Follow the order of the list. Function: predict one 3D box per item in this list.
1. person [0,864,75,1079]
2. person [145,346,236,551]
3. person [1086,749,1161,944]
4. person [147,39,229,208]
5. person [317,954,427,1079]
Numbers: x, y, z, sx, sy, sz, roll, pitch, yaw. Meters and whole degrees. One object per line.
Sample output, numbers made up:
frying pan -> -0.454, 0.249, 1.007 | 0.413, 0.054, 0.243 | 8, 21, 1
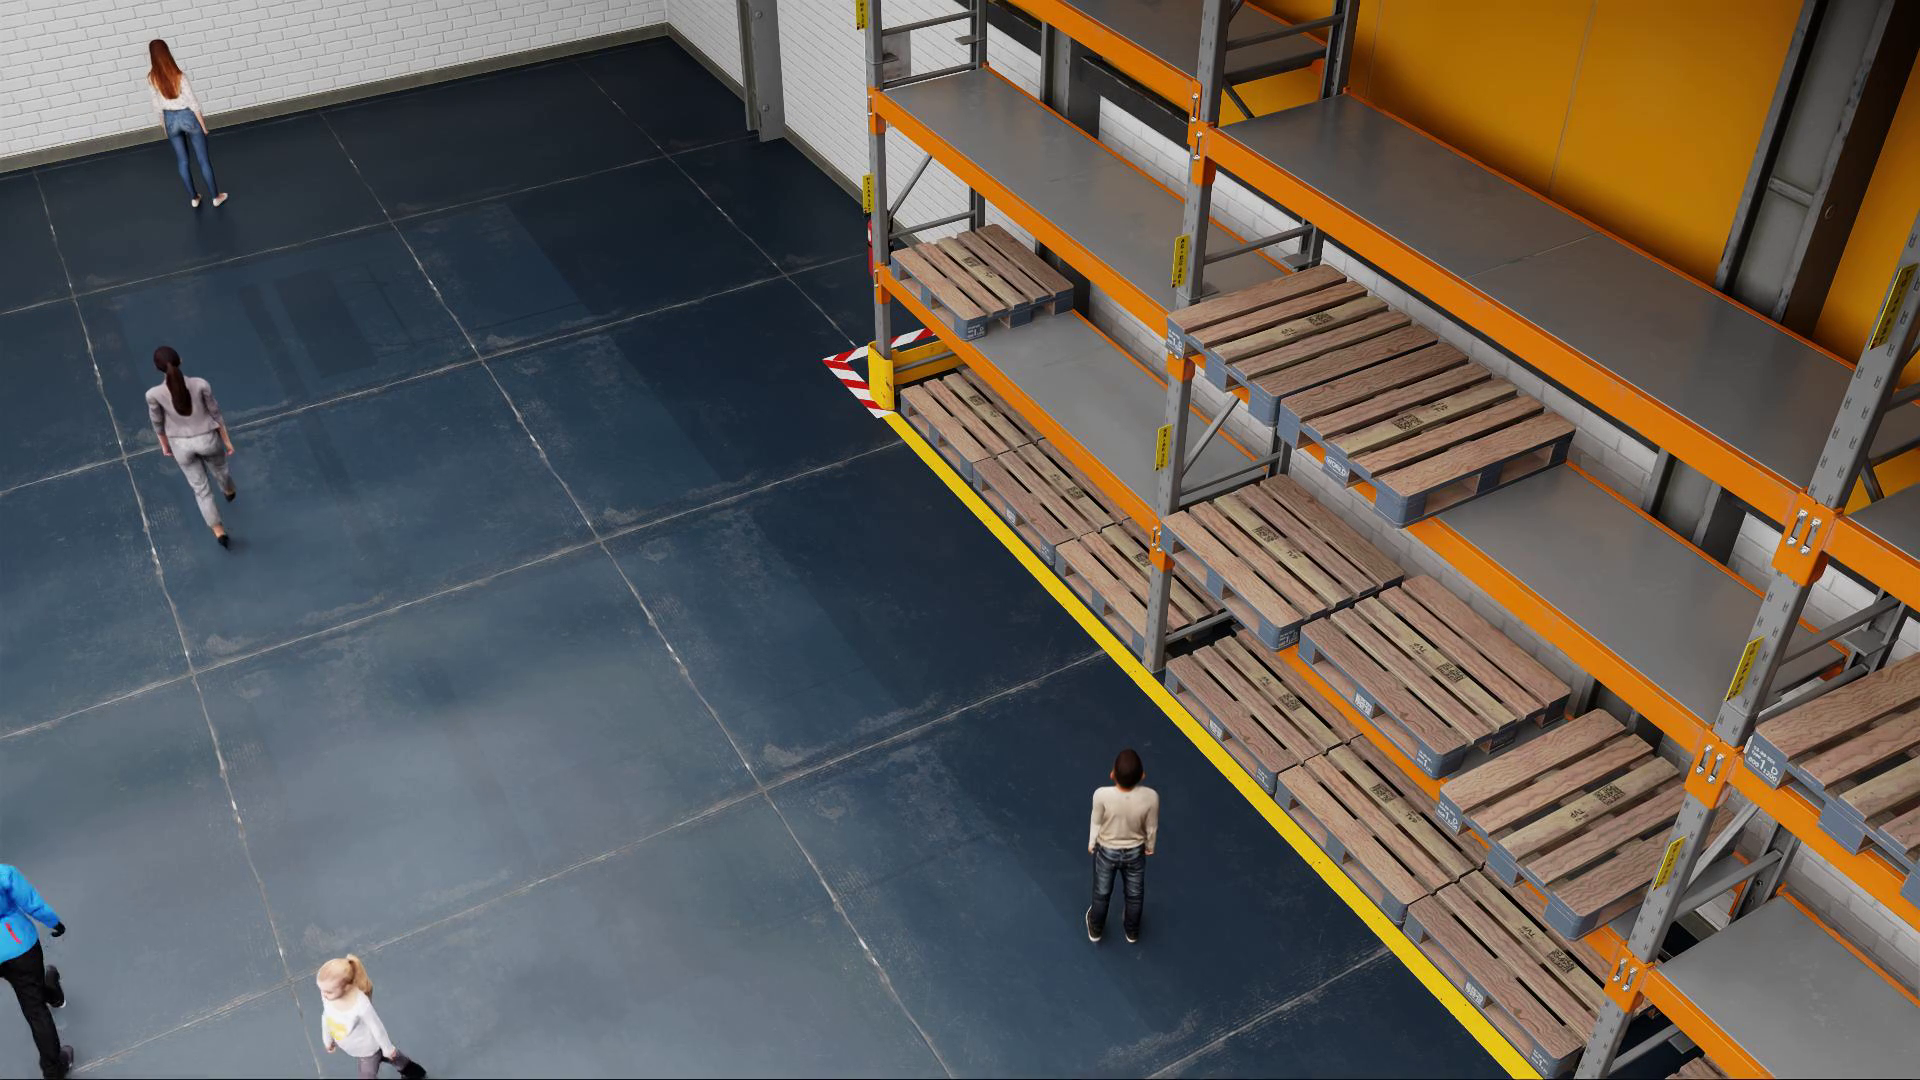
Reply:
person -> -4.970, 2.219, 8.636 | 0.798, 1.765, 1.114 | -11, 40, -13
person -> -5.649, -0.641, 12.318 | 0.685, 1.641, 1.031 | -16, 41, -19
person -> 0.913, 1.759, 9.457 | 0.611, 1.460, 0.631 | -1, 39, -1
person -> -7.794, -4.171, 16.668 | 0.649, 1.728, 0.634 | -3, 39, -4
person -> -3.043, 2.557, 8.629 | 0.898, 1.247, 0.817 | 22, 44, 25
